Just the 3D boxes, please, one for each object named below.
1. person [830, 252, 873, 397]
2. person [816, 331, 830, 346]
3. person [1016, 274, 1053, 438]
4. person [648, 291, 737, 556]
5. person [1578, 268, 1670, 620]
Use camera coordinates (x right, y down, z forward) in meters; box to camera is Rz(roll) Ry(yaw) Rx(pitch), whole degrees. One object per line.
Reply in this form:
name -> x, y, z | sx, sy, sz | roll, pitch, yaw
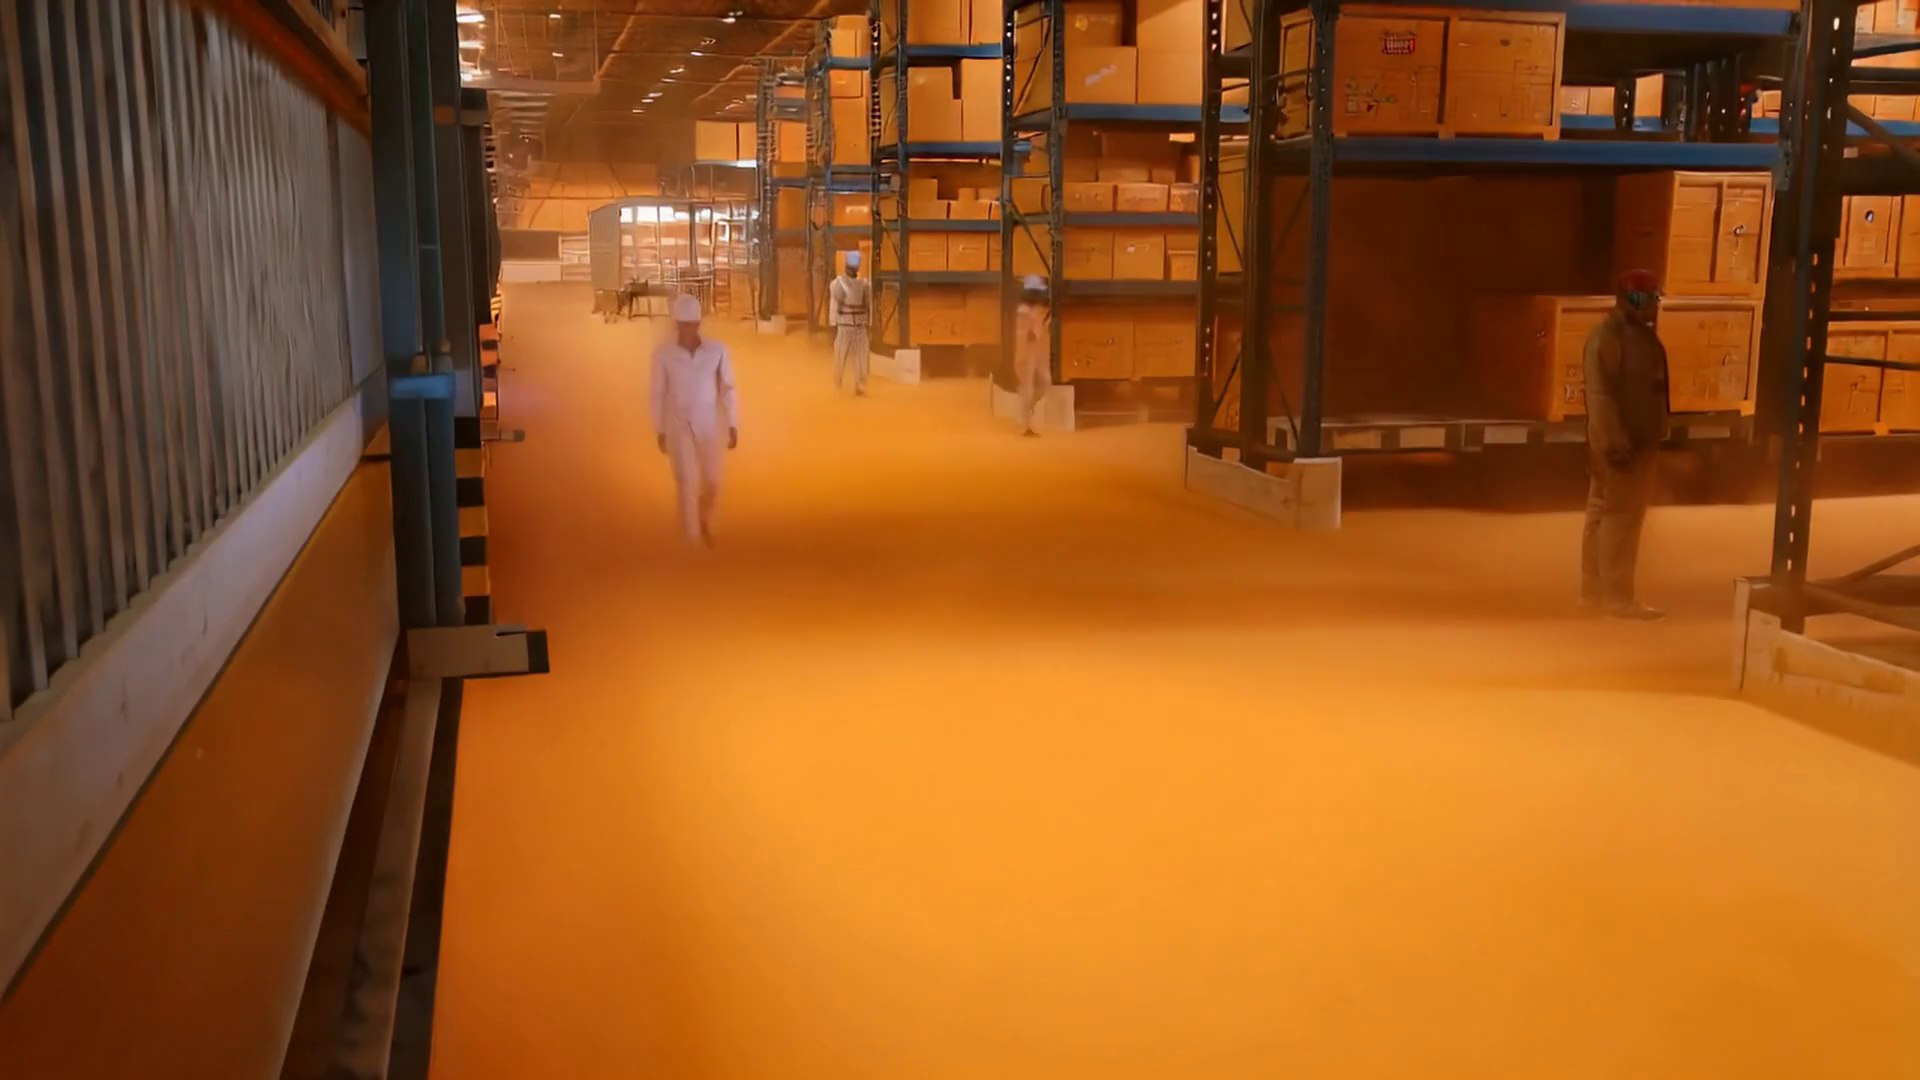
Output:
person -> -1.470, -2.919, 22.535 | 0.604, 1.949, 0.389 | -4, 11, -23
person -> -2.723, -4.919, 33.970 | 0.477, 1.908, 0.571 | -8, 13, -39
person -> 0.770, -1.927, 17.521 | 0.377, 1.727, 0.514 | 4, 11, 23
person -> -1.782, -0.785, 11.054 | 0.577, 1.732, 0.569 | -3, 10, -17
person -> 3.648, -0.523, 9.094 | 0.411, 1.908, 0.643 | -2, 10, -9
